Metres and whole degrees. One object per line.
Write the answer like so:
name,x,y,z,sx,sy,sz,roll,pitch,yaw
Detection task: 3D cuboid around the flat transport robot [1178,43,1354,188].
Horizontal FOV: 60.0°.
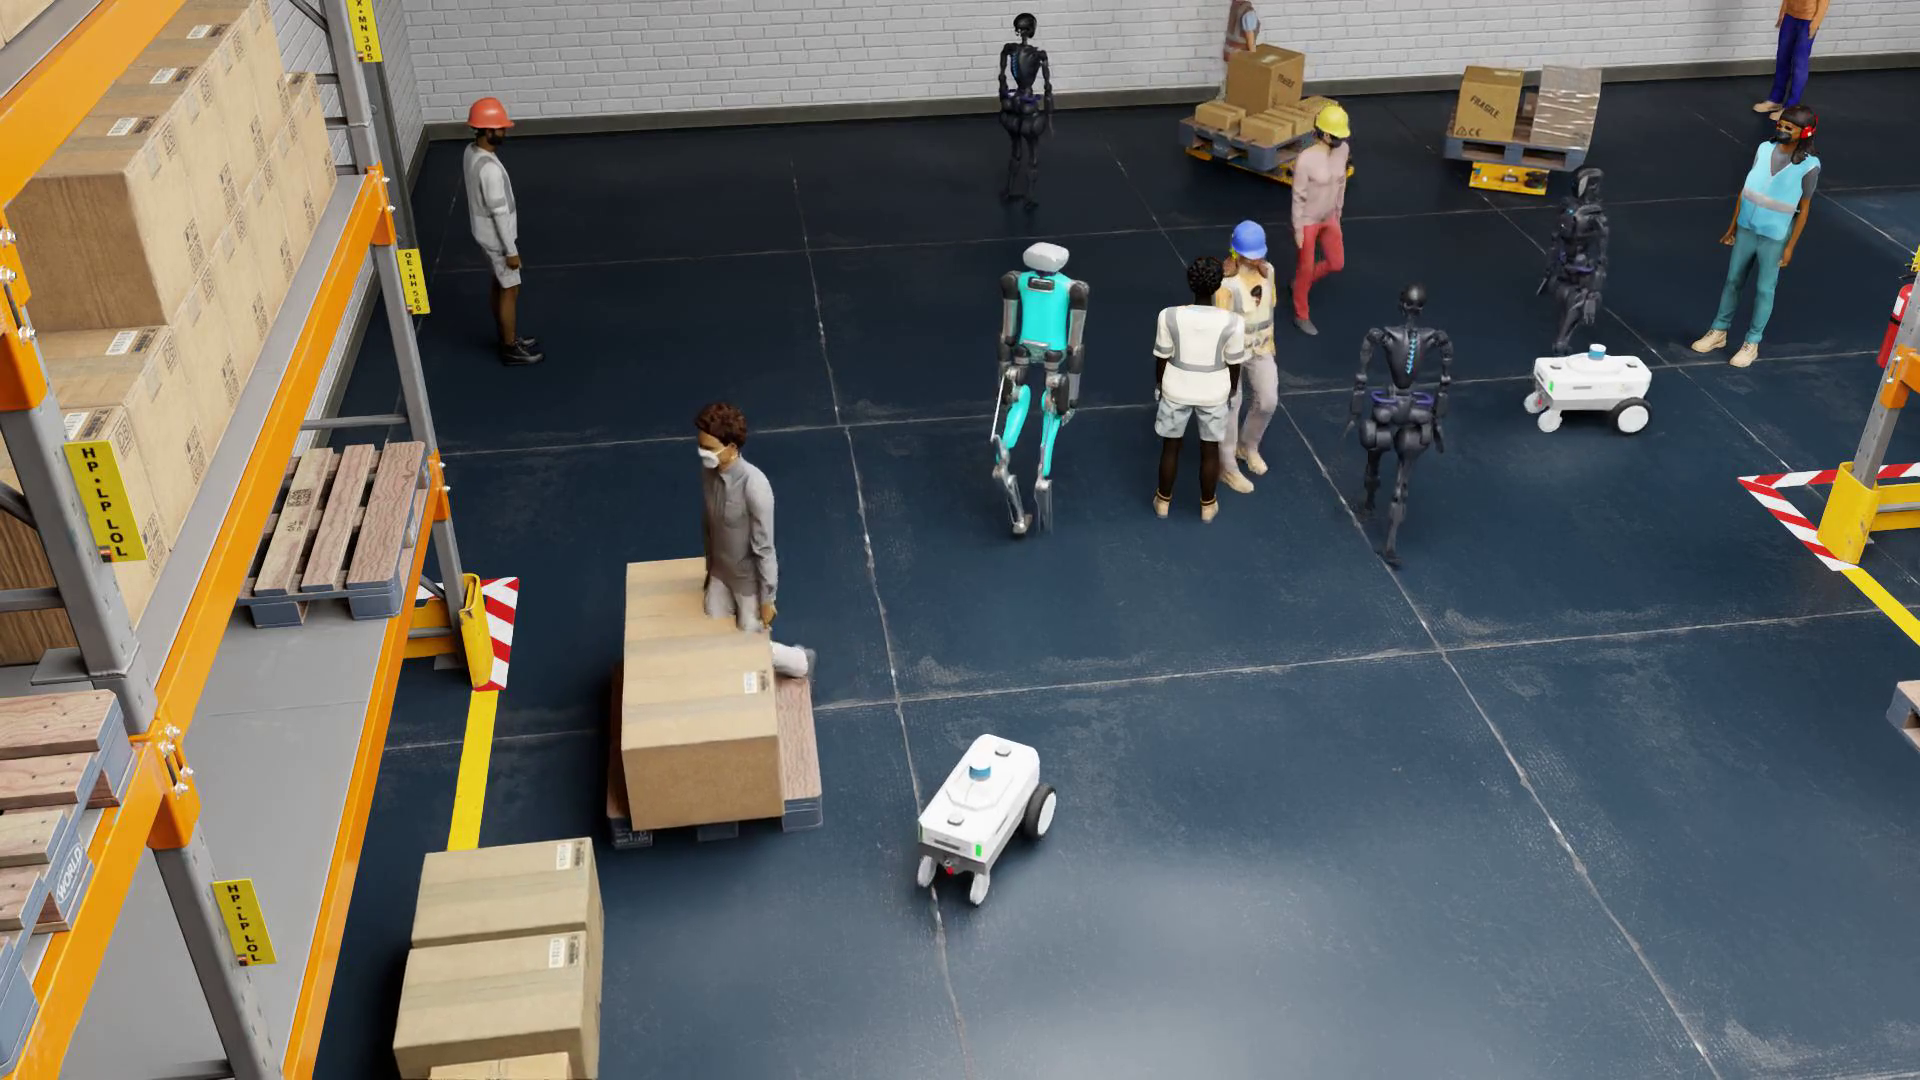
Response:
flat transport robot,2.833,-3.528,15.258,0.659,0.231,1.431,-28,42,-36

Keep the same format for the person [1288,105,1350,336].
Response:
person,2.583,-2.314,12.039,0.551,1.745,0.419,-20,38,-28

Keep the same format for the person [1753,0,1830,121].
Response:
person,8.128,-5.074,16.077,0.404,1.972,0.519,-10,35,-15

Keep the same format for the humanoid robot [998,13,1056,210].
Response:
humanoid robot,0.552,-3.647,14.148,0.602,1.648,0.324,26,41,34

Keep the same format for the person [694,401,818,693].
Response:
person,-1.044,0.159,8.133,0.557,1.881,0.608,28,42,36

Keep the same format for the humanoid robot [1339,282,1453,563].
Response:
humanoid robot,2.541,-0.699,9.692,0.611,1.617,0.750,1,33,1

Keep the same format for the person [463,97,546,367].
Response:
person,-3.197,-2.133,11.611,0.388,1.926,0.546,-16,36,-23

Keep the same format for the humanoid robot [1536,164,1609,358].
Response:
humanoid robot,4.130,-1.726,11.215,0.454,1.639,0.607,-10,35,-15

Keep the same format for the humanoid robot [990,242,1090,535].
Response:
humanoid robot,0.390,-0.737,9.734,0.541,1.863,0.804,13,35,19

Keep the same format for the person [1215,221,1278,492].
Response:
person,1.764,-1.132,10.211,0.499,1.762,0.394,-16,36,-23

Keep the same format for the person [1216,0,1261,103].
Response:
person,2.666,-4.484,15.454,0.806,1.645,0.444,-2,33,-3

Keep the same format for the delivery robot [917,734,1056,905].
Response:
delivery robot,0.101,1.245,7.697,0.499,0.609,0.805,15,36,21

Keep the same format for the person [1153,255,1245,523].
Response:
person,1.404,-0.877,9.896,0.534,1.692,0.320,6,34,9

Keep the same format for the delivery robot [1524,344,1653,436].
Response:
delivery robot,4.220,-1.032,11.160,0.757,0.580,0.499,-2,33,-2

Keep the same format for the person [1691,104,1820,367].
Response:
person,5.632,-2.136,11.665,0.392,1.866,0.514,-22,39,-30

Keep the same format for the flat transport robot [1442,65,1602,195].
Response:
flat transport robot,5.068,-3.511,15.233,0.659,0.231,1.431,11,35,16
